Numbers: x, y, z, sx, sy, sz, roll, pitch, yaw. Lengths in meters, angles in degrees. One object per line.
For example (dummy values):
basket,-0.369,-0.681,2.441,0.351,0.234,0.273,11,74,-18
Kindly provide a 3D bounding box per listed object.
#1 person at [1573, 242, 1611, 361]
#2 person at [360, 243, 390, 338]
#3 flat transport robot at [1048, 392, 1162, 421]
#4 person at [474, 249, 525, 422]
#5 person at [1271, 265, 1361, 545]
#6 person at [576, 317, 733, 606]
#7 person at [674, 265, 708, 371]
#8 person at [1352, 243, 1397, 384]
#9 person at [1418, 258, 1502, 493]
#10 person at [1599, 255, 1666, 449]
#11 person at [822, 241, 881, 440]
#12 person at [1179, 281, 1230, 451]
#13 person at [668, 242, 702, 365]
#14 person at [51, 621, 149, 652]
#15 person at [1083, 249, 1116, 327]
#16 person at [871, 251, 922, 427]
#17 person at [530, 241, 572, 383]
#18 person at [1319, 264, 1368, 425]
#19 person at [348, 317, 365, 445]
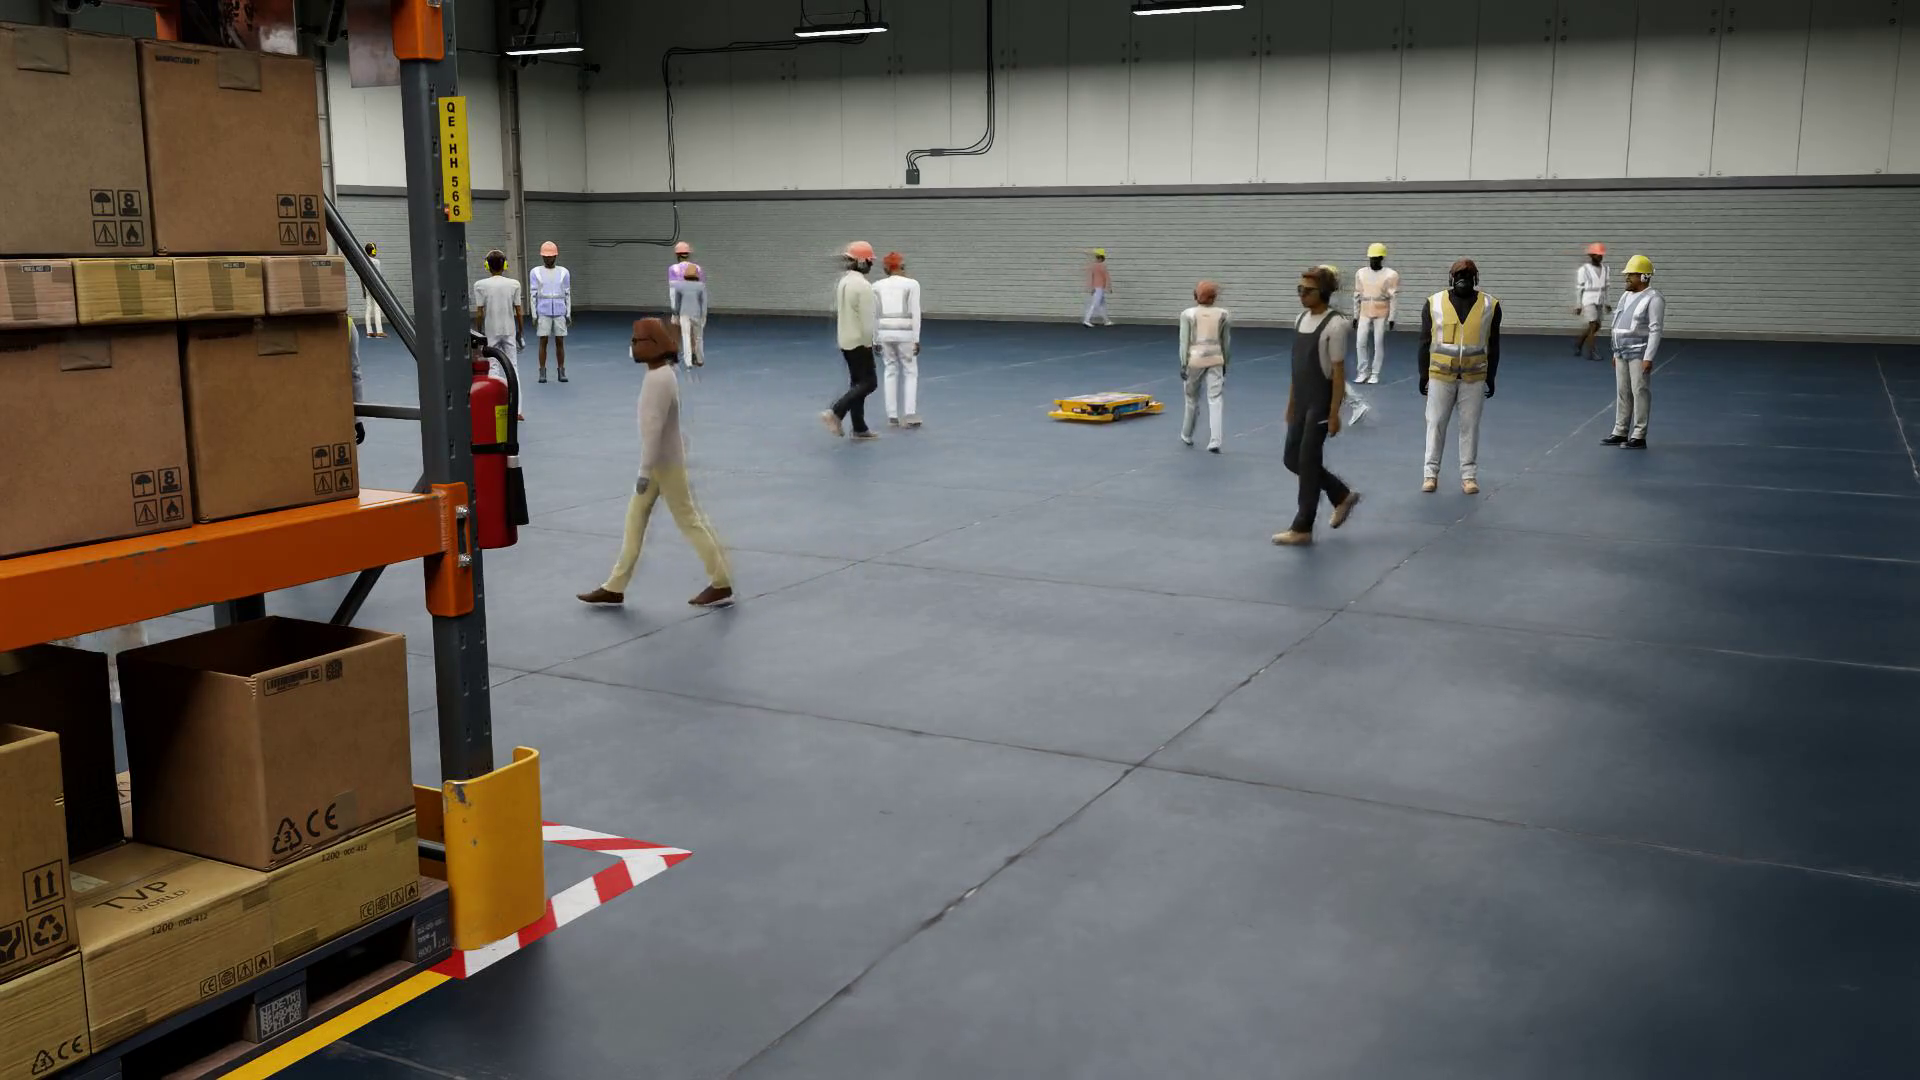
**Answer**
person,10.248,-3.875,27.033,0.563,1.919,0.771,-3,11,-17
person,-11.636,-4.946,32.976,0.518,1.874,0.327,4,11,22
flat transport robot,1.629,-1.496,18.529,0.652,0.197,1.431,7,13,34
person,-4.967,-2.196,17.975,0.513,1.876,0.328,-4,11,-19
person,2.364,-0.882,10.923,0.613,1.833,0.524,-4,11,-19
person,-1.638,-0.410,9.005,0.852,1.583,0.516,-3,11,-14
person,-4.040,-3.345,25.046,0.505,1.576,0.886,-1,10,-5
person,5.589,-3.055,22.545,0.612,1.908,0.650,6,12,29
person,3.925,-1.288,13.110,0.627,1.844,0.429,2,11,12
person,6.400,-1.780,15.821,0.403,1.833,0.586,-2,11,-13
person,-1.064,-1.937,16.304,0.602,1.973,0.621,-6,12,-29
person,2.319,-1.647,15.756,0.524,1.583,0.880,-1,10,-7
person,-4.358,-3.733,26.280,0.561,1.892,0.930,-5,11,-24
person,-3.766,-0.086,7.186,0.605,1.615,0.320,-5,11,-24
person,3.077,-5.578,36.824,0.897,1.728,0.522,-5,11,-23
person,-0.695,-2.127,17.656,0.599,1.848,0.480,3,11,16
person,-5.620,-3.130,22.898,0.550,1.933,0.373,-4,11,-21
person,3.928,-2.064,17.659,0.795,1.714,0.487,7,12,33
person,-3.903,-0.722,10.024,0.622,1.845,0.429,-6,12,-29
